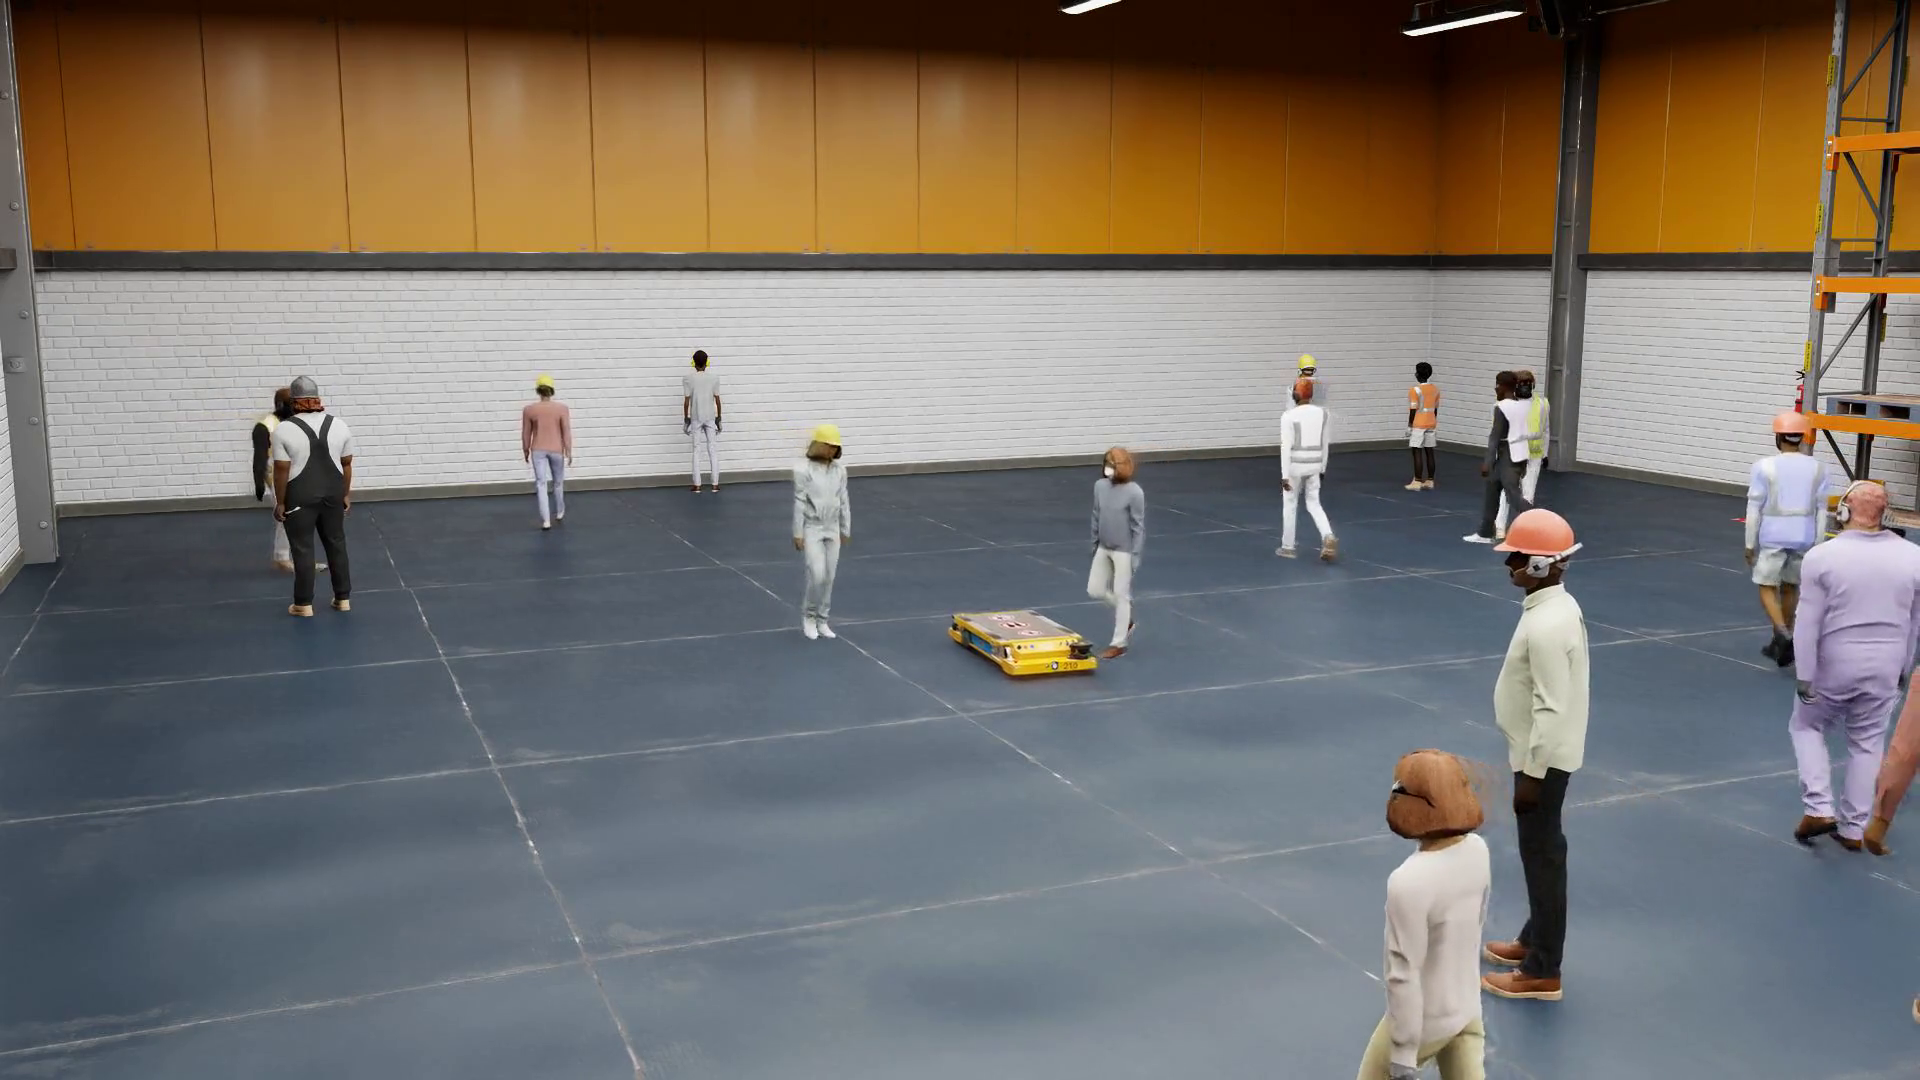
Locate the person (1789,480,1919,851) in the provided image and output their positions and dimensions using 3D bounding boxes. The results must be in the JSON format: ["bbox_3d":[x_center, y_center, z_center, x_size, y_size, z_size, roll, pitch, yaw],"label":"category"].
[{"bbox_3d":[4.523,0.637,8.441,0.647,1.888,0.434,1,9,6],"label":"person"}]

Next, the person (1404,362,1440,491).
[{"bbox_3d":[6.094,-1.495,21.942,0.540,1.695,0.317,-6,11,-32],"label":"person"}]

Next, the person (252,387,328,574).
[{"bbox_3d":[-6.335,-0.551,15.883,0.921,1.796,0.654,5,10,26],"label":"person"}]

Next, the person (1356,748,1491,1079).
[{"bbox_3d":[1.388,1.382,4.818,0.510,1.596,0.828,-8,13,-41],"label":"person"}]

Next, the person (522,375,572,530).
[{"bbox_3d":[-4.687,-1.006,18.887,0.547,1.712,0.895,-2,10,-11],"label":"person"}]

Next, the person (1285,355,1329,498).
[{"bbox_3d":[4.404,-1.447,21.241,0.591,1.833,0.403,-3,10,-17],"label":"person"}]

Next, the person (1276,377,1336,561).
[{"bbox_3d":[3.466,-0.700,16.642,0.582,1.861,0.797,-3,10,-20],"label":"person"}]

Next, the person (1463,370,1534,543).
[{"bbox_3d":[5.826,-0.845,17.480,0.963,1.877,0.579,7,12,37],"label":"person"}]

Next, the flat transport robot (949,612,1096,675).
[{"bbox_3d":[0.449,0.753,12.627,0.652,0.197,1.431,-3,10,-19],"label":"flat transport robot"}]

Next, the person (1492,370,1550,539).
[{"bbox_3d":[6.078,-0.922,18.033,0.637,1.842,0.429,0,9,1],"label":"person"}]

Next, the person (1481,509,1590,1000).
[{"bbox_3d":[2.328,0.863,6.751,0.395,1.994,0.613,4,10,22],"label":"person"}]

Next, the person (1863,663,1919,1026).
[{"bbox_3d":[3.633,0.991,6.052,0.644,1.960,0.865,0,9,-1],"label":"person"}]

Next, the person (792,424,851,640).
[{"bbox_3d":[-1.081,-0.062,13.166,0.497,1.721,0.414,-7,12,-38],"label":"person"}]

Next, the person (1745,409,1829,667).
[{"bbox_3d":[6.086,0.006,12.217,0.552,1.917,0.749,1,9,7],"label":"person"}]

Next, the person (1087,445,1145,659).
[{"bbox_3d":[1.183,0.087,12.554,0.383,1.619,0.525,-8,12,-40],"label":"person"}]

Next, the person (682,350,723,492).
[{"bbox_3d":[-3.368,-1.552,21.784,0.508,1.865,0.328,-2,10,-14],"label":"person"}]

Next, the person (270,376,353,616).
[{"bbox_3d":[-5.540,-0.382,14.158,0.536,2.000,0.688,9,13,44],"label":"person"}]
